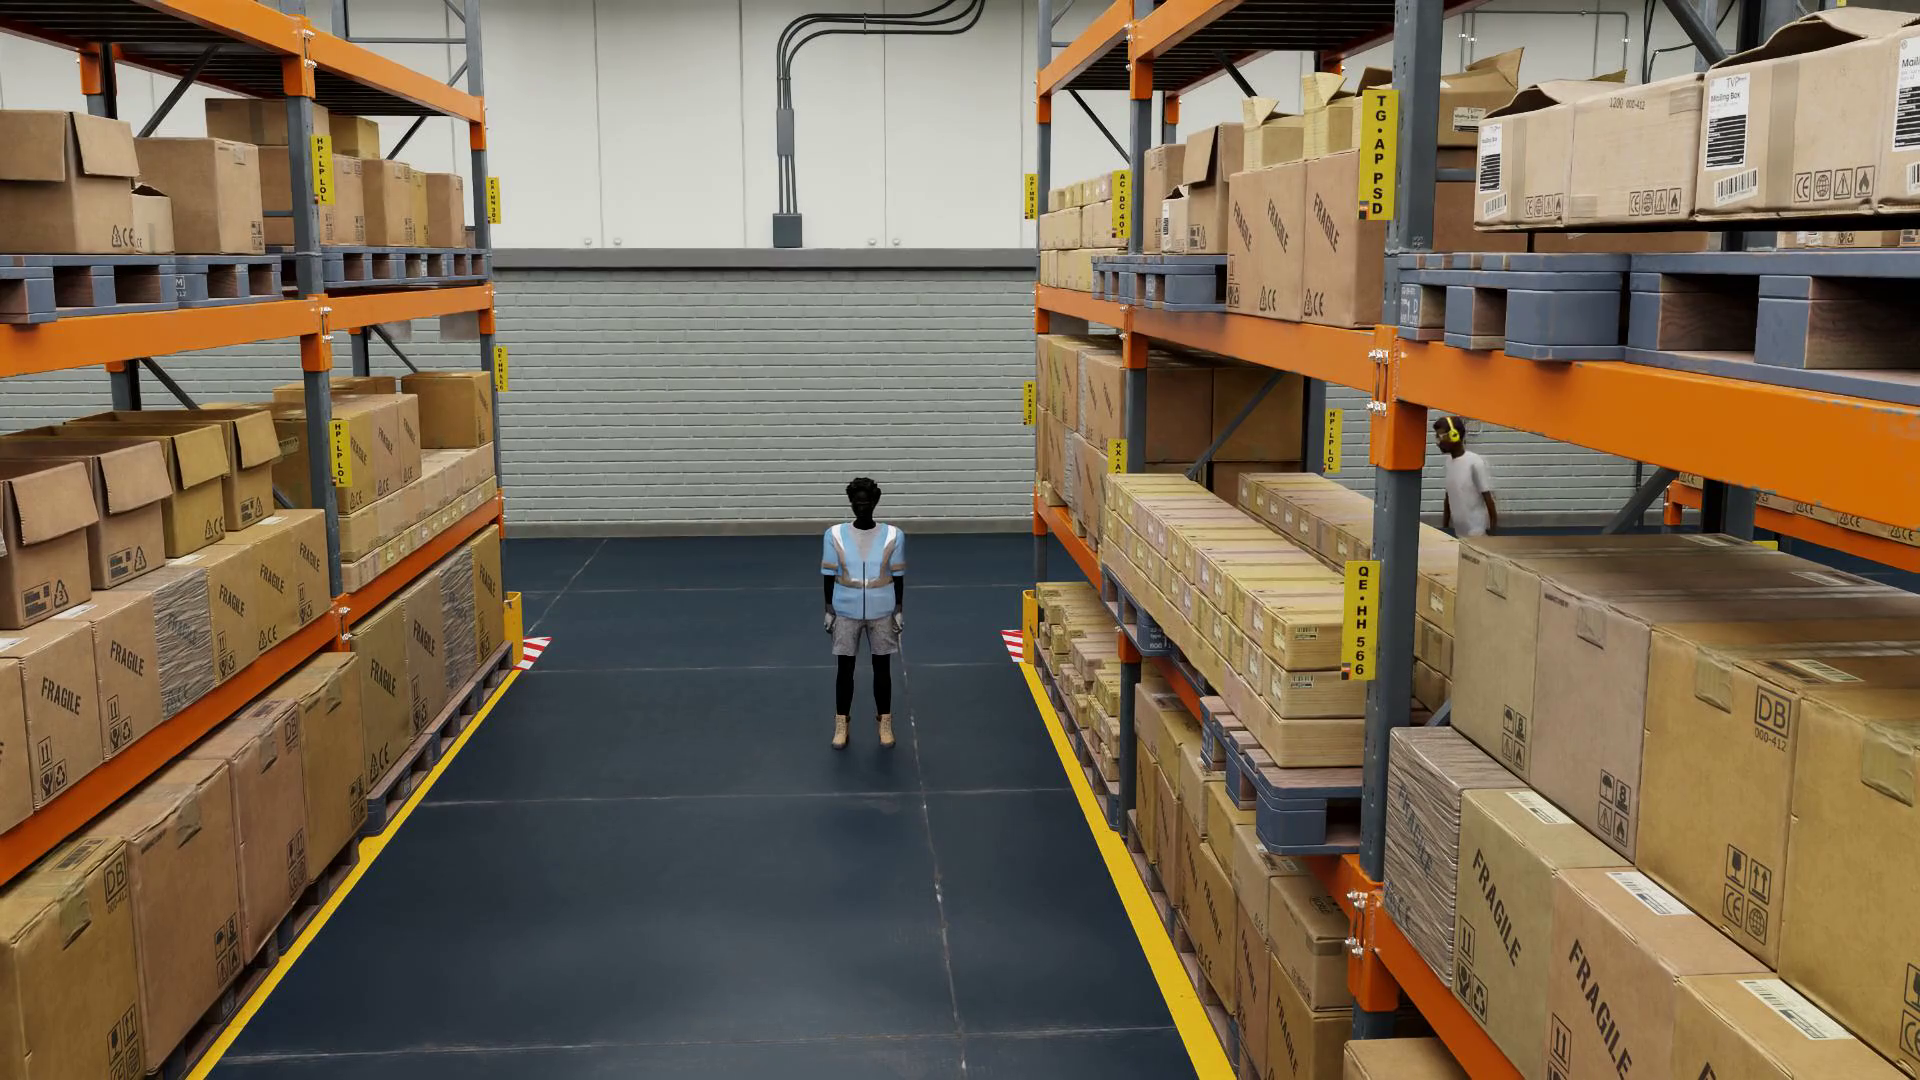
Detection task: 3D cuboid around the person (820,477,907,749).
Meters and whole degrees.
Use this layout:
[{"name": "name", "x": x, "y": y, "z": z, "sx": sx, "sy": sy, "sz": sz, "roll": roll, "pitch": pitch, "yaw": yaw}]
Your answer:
[{"name": "person", "x": -0.594, "y": 0.451, "z": 10.305, "sx": 0.535, "sy": 1.697, "sz": 0.318, "roll": -1, "pitch": 10, "yaw": -4}]

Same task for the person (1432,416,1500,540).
[{"name": "person", "x": 3.917, "y": -0.038, "z": 12.801, "sx": 0.559, "sy": 1.824, "sz": 0.564, "roll": -2, "pitch": 10, "yaw": -12}]
